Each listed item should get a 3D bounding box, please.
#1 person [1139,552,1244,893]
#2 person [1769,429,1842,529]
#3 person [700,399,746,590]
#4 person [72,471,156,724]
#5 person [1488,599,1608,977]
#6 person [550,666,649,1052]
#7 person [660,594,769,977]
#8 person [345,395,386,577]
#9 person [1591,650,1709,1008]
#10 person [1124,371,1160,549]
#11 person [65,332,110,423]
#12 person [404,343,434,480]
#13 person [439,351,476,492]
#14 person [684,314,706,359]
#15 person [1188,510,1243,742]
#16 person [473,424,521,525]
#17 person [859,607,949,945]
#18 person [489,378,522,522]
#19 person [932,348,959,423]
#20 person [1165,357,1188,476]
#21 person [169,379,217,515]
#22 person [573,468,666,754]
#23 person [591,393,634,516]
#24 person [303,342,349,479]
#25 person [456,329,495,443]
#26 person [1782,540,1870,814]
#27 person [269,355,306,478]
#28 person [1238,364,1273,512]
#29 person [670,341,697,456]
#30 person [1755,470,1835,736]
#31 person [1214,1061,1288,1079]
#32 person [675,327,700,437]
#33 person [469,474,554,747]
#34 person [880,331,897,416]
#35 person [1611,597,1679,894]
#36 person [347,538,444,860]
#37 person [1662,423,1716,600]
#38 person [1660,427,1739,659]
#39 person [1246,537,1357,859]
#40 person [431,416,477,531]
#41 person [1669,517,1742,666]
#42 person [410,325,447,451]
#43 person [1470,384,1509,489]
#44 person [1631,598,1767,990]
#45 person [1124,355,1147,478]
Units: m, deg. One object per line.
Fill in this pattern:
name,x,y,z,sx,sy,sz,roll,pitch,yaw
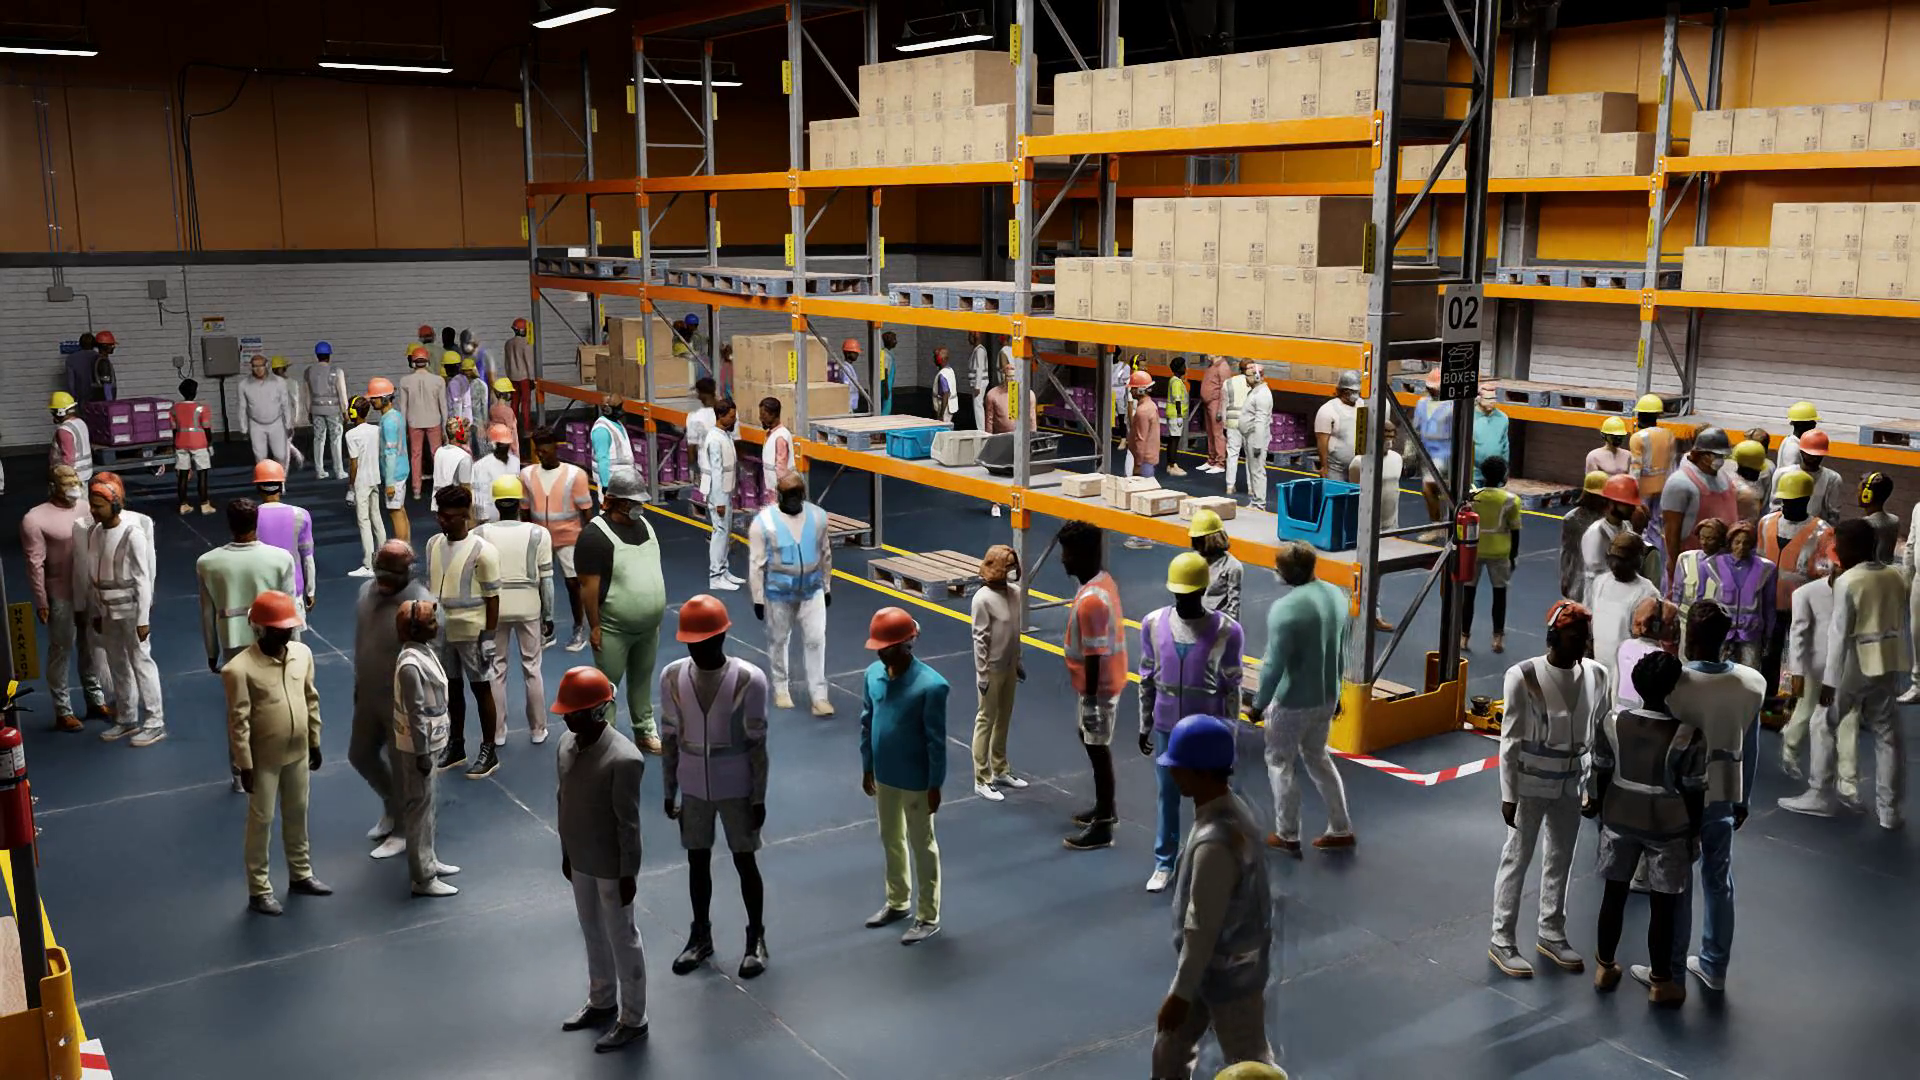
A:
person,1.238,1.003,9.032,0.585,1.920,0.397,5,12,26
person,7.147,0.009,14.112,0.549,1.925,0.389,4,12,18
person,-2.371,-0.453,16.524,0.410,1.908,0.598,0,11,0
person,-6.133,0.434,12.079,0.416,1.863,0.621,9,15,40
person,2.882,1.205,8.123,0.576,1.877,0.346,-3,11,-16
person,-1.629,1.406,7.429,0.557,1.744,0.347,9,15,40
person,-1.193,1.196,8.056,0.555,1.925,0.409,2,11,10
person,-6.139,-0.553,17.121,0.328,1.872,0.514,3,12,17
person,3.234,1.349,7.827,0.535,1.699,0.318,10,15,42
person,2.029,-0.896,18.589,0.408,1.987,0.614,3,11,14
person,-13.186,-2.179,25.263,0.631,1.938,0.362,-2,11,-8
person,-7.575,-1.804,23.371,0.371,1.929,0.584,-2,11,-12
person,-6.671,-1.548,22.065,0.384,1.924,0.593,-1,11,-4
person,-4.784,-3.107,30.027,0.415,1.939,0.600,-1,11,-3
person,1.690,0.646,11.345,0.327,1.729,0.494,-10,15,-42
person,-4.526,-0.296,16.233,0.894,1.712,0.574,8,14,36
person,-0.311,1.188,8.546,0.578,1.737,0.355,10,15,41
person,-5.460,-1.066,20.014,0.525,1.769,0.314,11,15,43
person,-0.210,-1.803,23.583,0.372,1.841,0.570,1,11,6
person,3.098,-1.766,23.773,0.318,1.697,0.535,0,11,-1
person,-9.540,-1.152,20.669,0.538,1.690,0.322,2,11,10
person,-2.237,0.507,11.259,0.535,2.000,0.679,8,14,35
person,-3.668,-0.636,17.619,0.430,1.844,0.623,1,11,5
person,-8.918,-1.819,23.439,0.612,1.940,0.418,2,11,9
person,-7.502,-2.293,25.589,0.684,2.000,1.010,-3,11,-16
person,5.568,0.802,10.621,0.567,1.710,0.879,2,11,9
person,-9.580,-1.765,23.621,0.534,1.742,0.692,4,12,20
person,3.623,-1.223,20.483,0.400,1.901,0.647,0,11,2
person,-4.179,-2.104,25.206,0.624,1.814,0.604,7,13,30
person,5.916,0.446,11.897,0.395,1.919,0.582,-6,12,-27
person,0.692,2.068,4.041,0.486,1.740,0.313,9,14,37
person,-4.503,-2.474,26.856,0.625,1.921,0.880,0,11,0
person,-3.135,0.495,11.642,0.587,1.920,0.390,-2,11,-11
person,-1.179,-2.474,27.047,0.335,1.838,0.508,0,11,0
person,3.753,1.120,9.155,0.313,1.638,0.513,-2,11,-9
person,-3.281,0.910,9.599,0.684,1.887,0.424,7,13,31
person,6.856,-0.157,15.246,0.844,1.812,0.517,0,11,2
person,5.982,0.092,13.379,0.688,2.000,0.536,-6,12,-27
person,1.968,0.926,9.494,0.669,1.898,0.519,-9,14,-39
person,-4.740,-0.240,15.618,0.392,1.836,0.561,-10,15,-42
person,5.211,0.642,11.620,0.317,1.631,0.518,-9,14,-39
person,-8.338,-2.387,26.245,0.695,1.970,0.528,-8,14,-37
person,5.658,-0.743,18.028,0.647,1.899,0.399,-3,11,-13
person,3.506,1.226,7.892,0.596,1.917,0.374,-3,11,-15
person,2.356,-1.531,22.128,0.327,1.872,0.516,4,12,19
